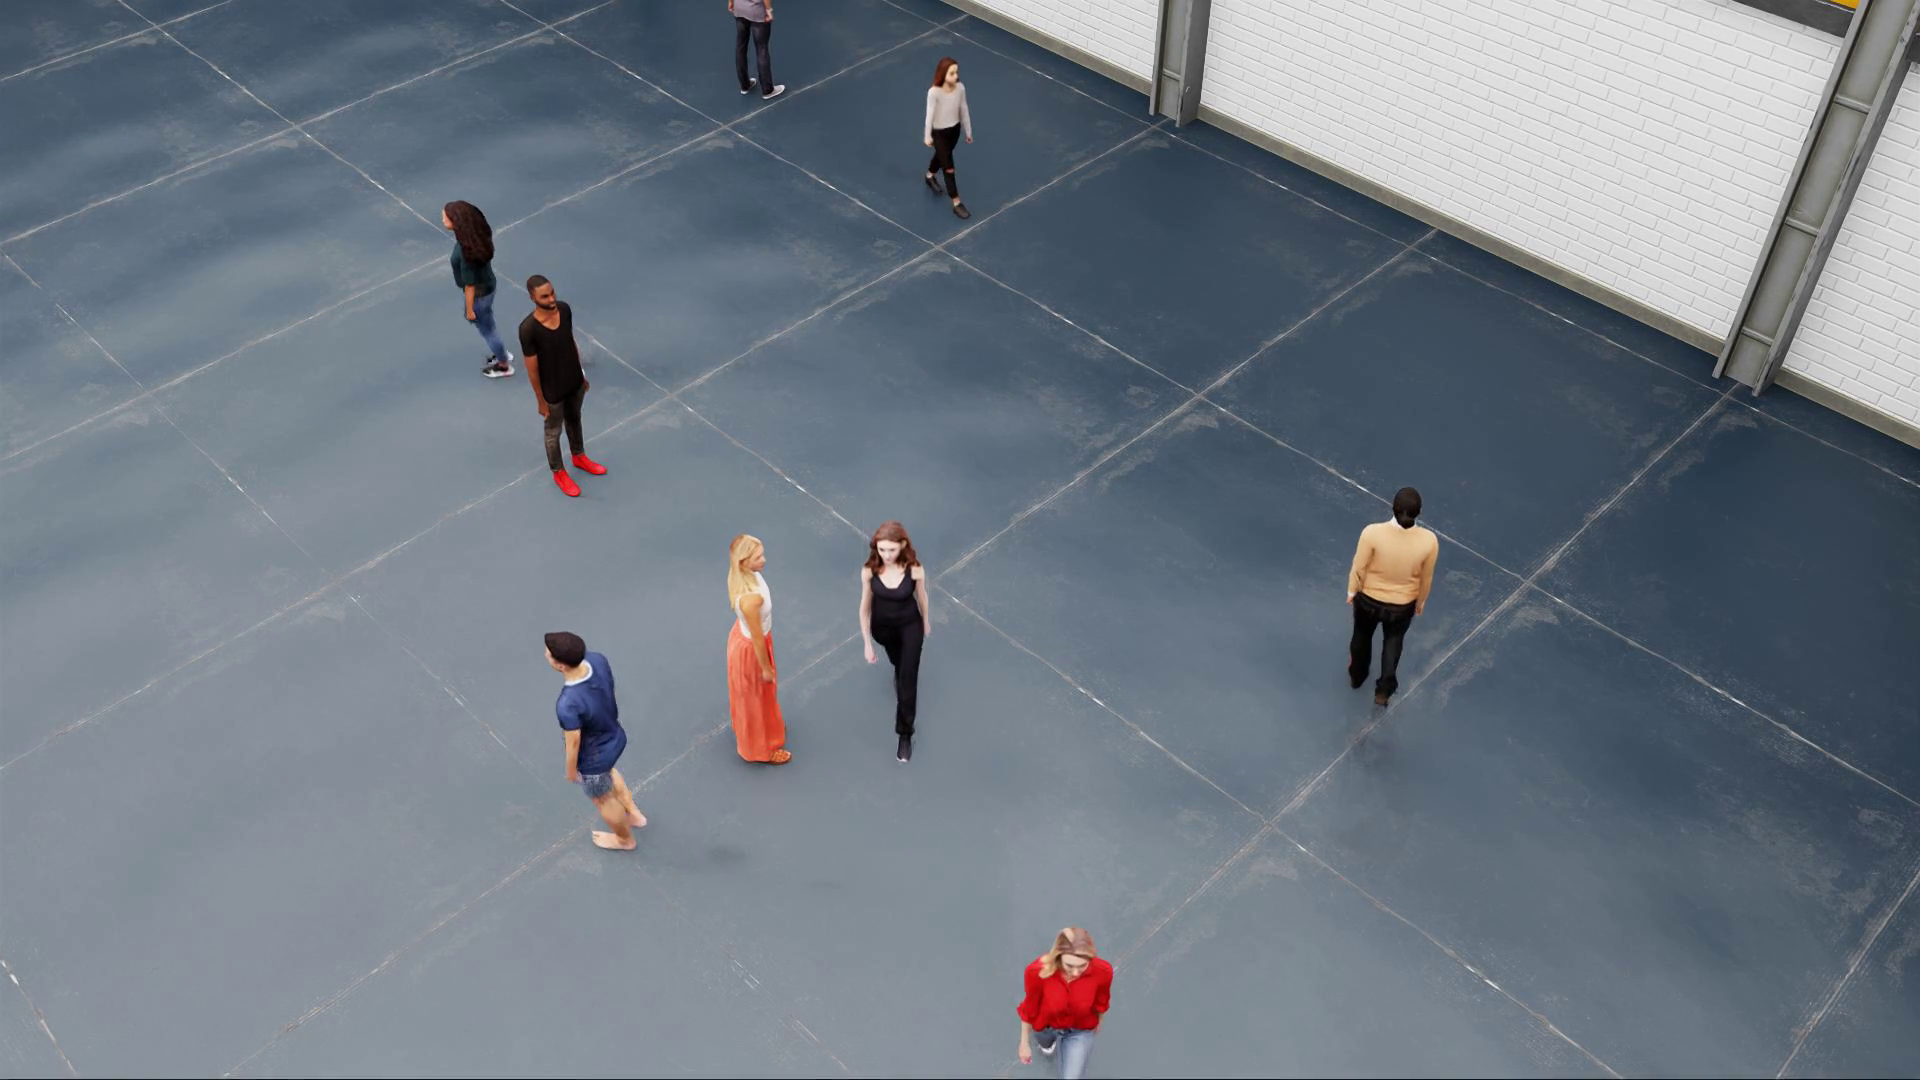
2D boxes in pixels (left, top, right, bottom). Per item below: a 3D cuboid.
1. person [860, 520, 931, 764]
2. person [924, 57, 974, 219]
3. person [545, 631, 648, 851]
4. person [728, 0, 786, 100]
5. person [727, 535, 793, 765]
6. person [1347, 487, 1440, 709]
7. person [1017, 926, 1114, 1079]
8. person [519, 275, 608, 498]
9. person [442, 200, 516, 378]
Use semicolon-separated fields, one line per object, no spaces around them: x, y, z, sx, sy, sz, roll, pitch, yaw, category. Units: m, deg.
-0.409;0.468;10.432;1.106;1.687;1.129;2;44;2;person
-0.169;-3.684;14.968;0.671;1.442;1.025;-27;50;-25;person
-2.012;1.191;9.568;0.794;1.832;0.765;12;45;12;person
-2.064;-5.239;16.304;0.580;1.850;0.787;22;48;21;person
-1.267;0.660;10.147;0.796;1.803;0.715;-5;44;-6;person
2.667;0.414;10.452;0.962;1.738;0.988;6;44;6;person
0.502;2.390;8.426;1.111;1.670;1.149;2;44;2;person
-2.917;-1.153;12.048;0.592;1.805;0.677;26;49;24;person
-3.685;-1.946;13.025;0.787;1.605;0.725;-1;44;-1;person
